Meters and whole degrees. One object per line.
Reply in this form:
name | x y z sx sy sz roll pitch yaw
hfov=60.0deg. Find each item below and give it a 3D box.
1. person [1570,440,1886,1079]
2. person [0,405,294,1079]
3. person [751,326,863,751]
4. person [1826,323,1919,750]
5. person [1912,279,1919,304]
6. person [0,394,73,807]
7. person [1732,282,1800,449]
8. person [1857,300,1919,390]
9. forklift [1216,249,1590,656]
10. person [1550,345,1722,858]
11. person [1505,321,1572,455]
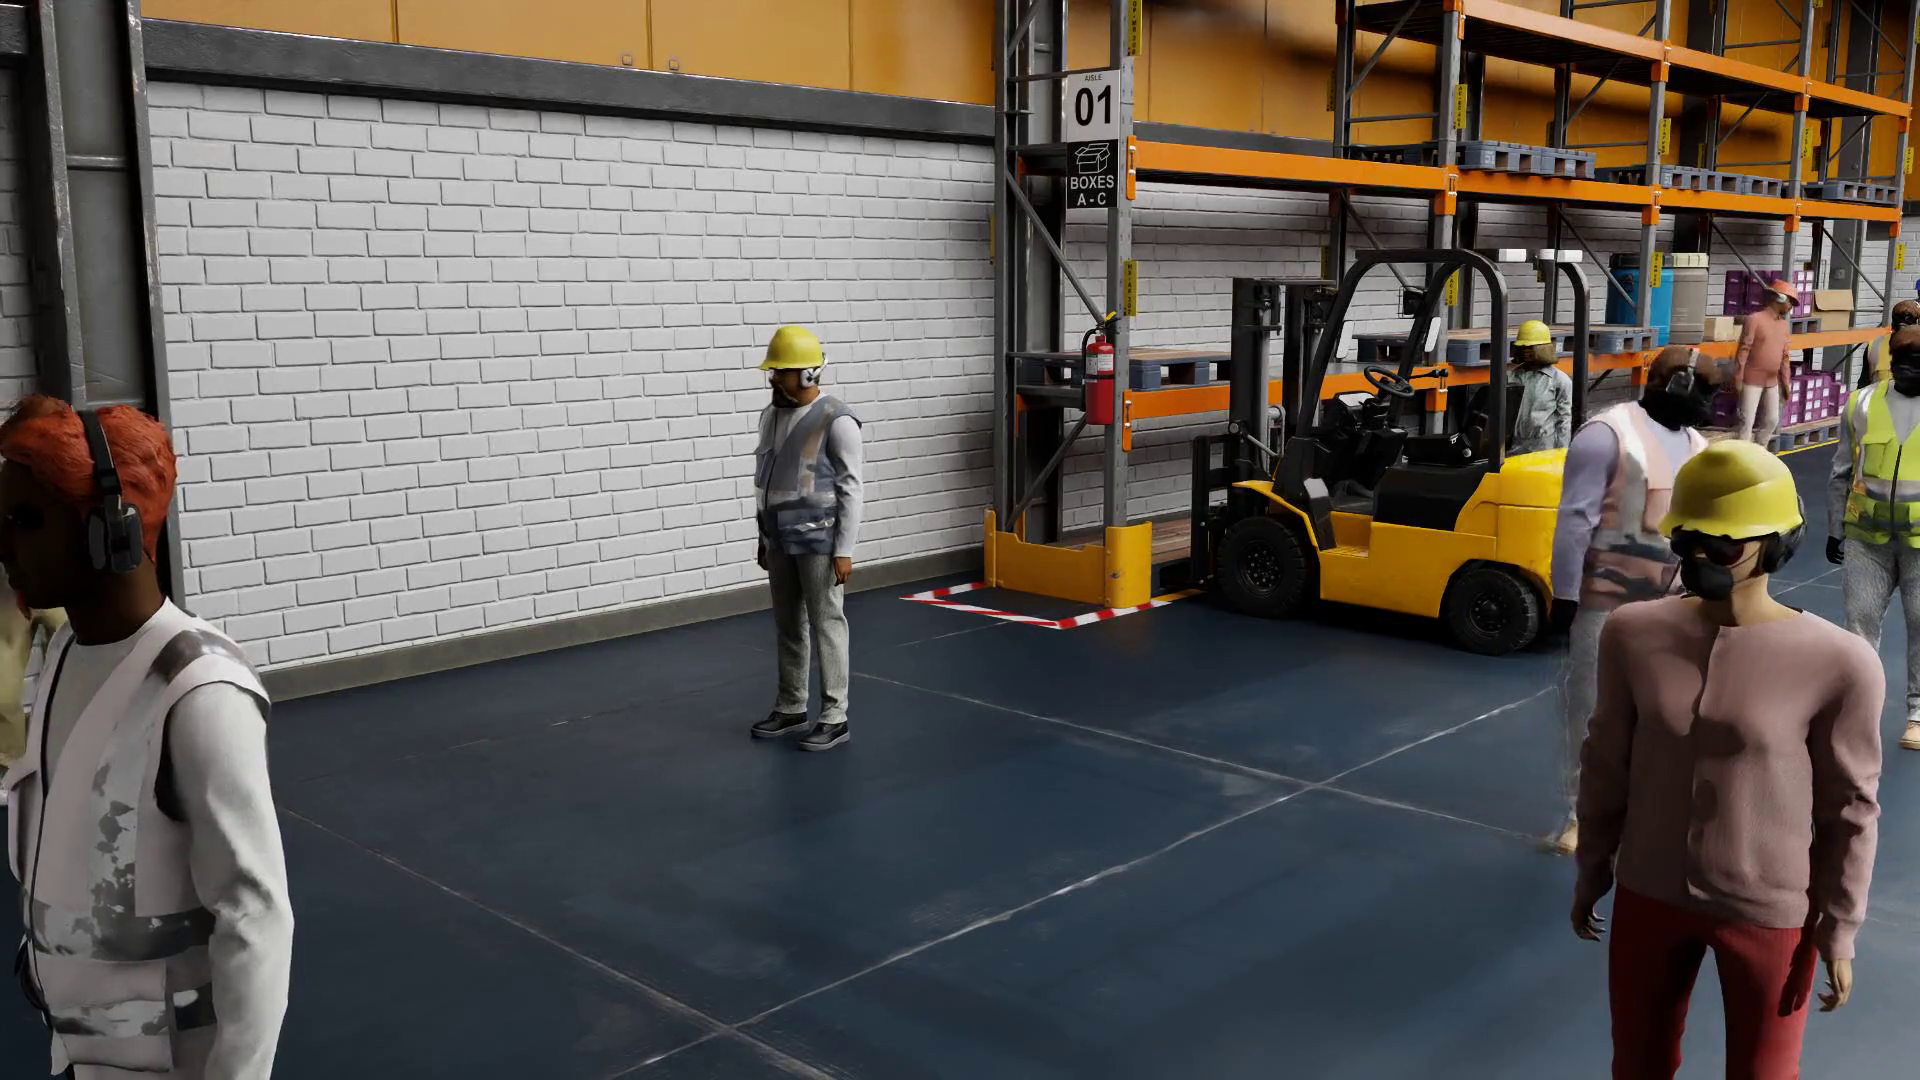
person | 1.410 0.689 3.137 0.533 1.765 0.329 9 13 43
person | -1.170 0.743 2.435 0.584 1.882 0.337 9 13 43
person | -0.686 -0.007 7.199 0.600 1.827 0.403 9 13 43
person | 4.091 -0.016 7.224 0.633 1.839 0.429 9 13 43
person | 14.488 -2.986 25.111 0.615 1.942 0.407 9 13 43
person | -3.513 0.255 6.282 0.619 1.609 0.318 -3 10 -19
person | 7.805 -1.531 16.215 0.711 1.946 0.379 -4 10 -23
person | 7.001 -0.861 12.402 0.633 1.841 0.429 9 13 43
forklift | 2.710 -0.584 9.626 2.313 2.155 1.214 9 13 43
person | 2.390 0.219 5.921 0.688 1.808 0.432 -4 10 -23
person | 3.684 -0.545 10.767 0.492 1.740 0.325 9 13 43
